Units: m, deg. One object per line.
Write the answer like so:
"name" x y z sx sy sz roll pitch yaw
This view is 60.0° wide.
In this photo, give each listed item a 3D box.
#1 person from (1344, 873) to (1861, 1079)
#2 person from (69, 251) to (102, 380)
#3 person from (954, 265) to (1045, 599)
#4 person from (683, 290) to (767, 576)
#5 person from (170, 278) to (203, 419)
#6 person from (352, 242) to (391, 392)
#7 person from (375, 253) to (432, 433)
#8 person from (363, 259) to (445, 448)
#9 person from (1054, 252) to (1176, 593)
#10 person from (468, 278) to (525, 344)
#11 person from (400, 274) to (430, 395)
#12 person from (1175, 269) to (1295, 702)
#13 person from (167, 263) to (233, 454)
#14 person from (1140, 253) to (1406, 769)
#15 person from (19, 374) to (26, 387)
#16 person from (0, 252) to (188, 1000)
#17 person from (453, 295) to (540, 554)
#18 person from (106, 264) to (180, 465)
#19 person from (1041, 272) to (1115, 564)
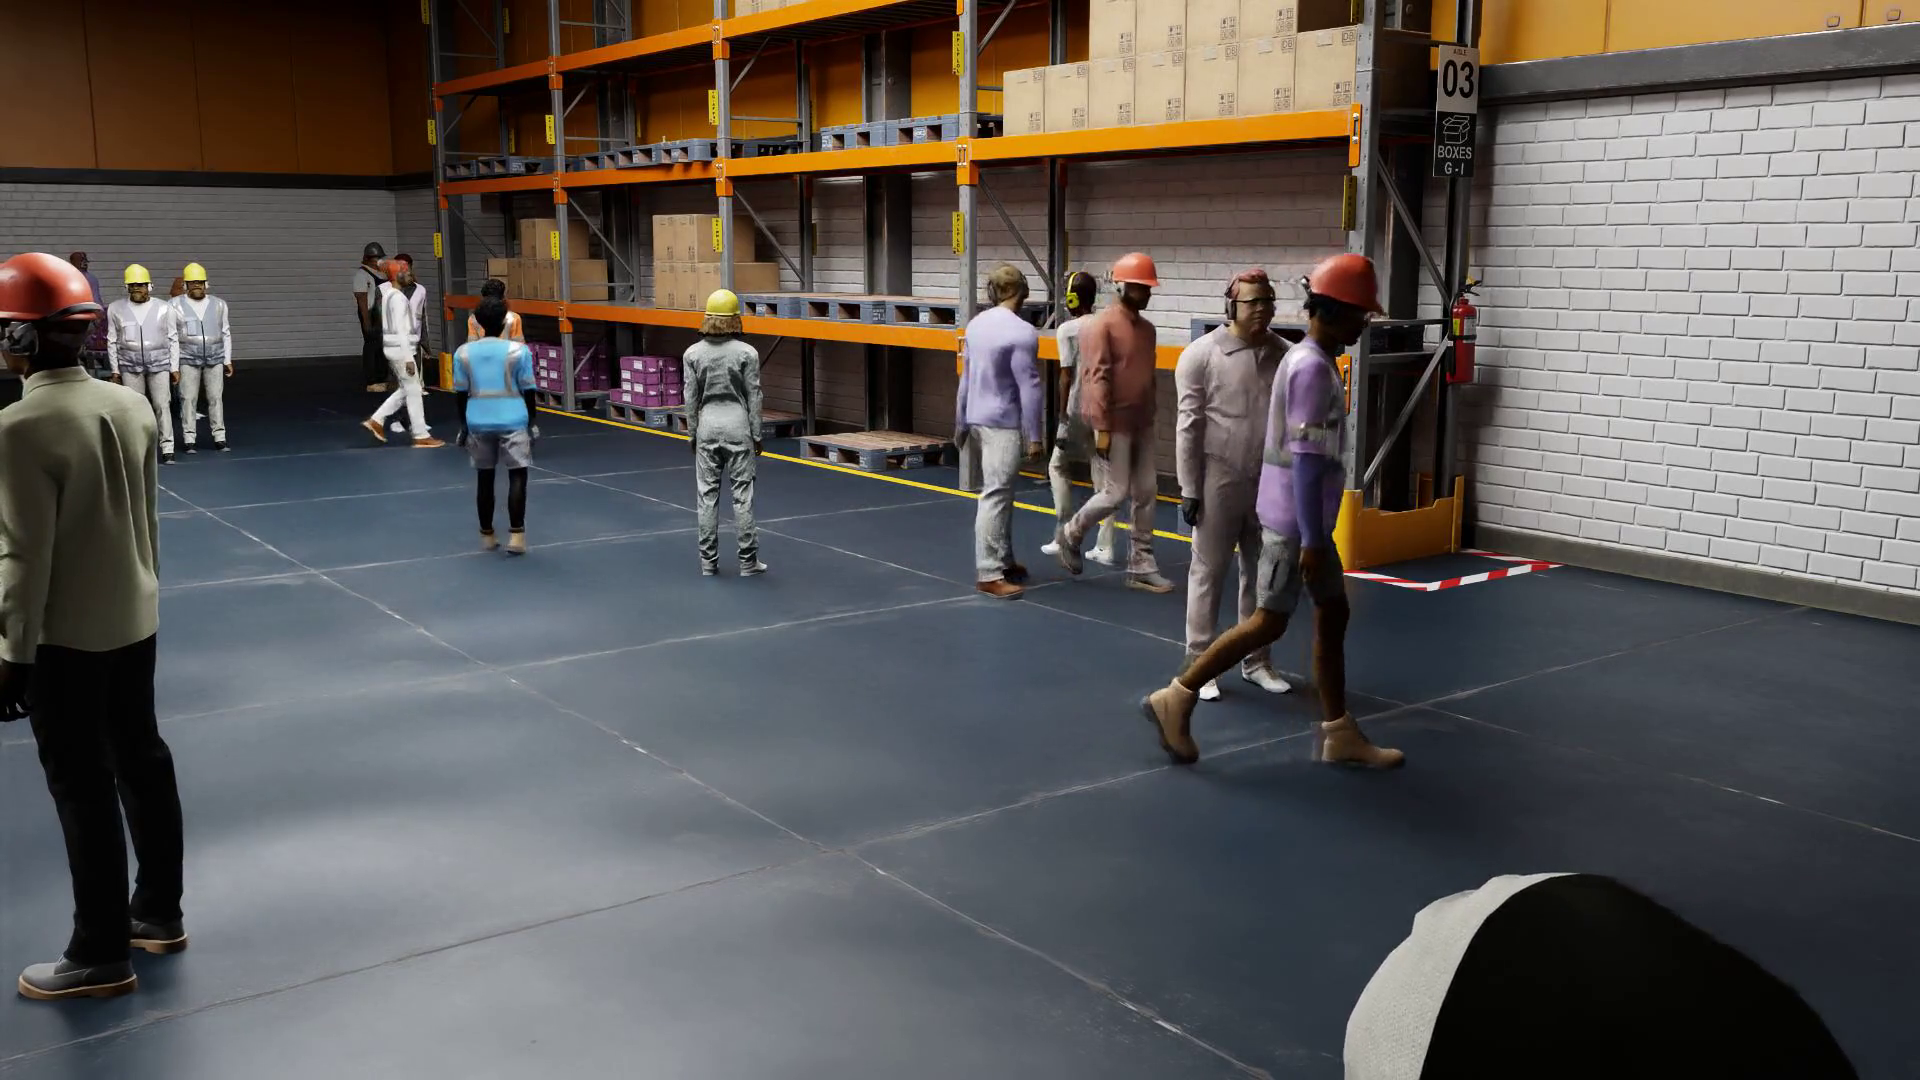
"person" 0.468 0.891 0.996 0.375 1.936 0.628 -5 11 -28
"person" -11.995 -2.983 22.774 0.642 1.909 0.399 2 10 13
"person" 0.273 -0.632 9.684 0.518 1.903 0.740 -4 11 -22
"person" -1.427 -0.645 10.134 0.484 1.744 0.294 2 10 8
"person" -8.963 -2.204 19.238 0.283 1.627 0.549 -1 10 -5
"person" -7.952 -3.056 22.809 0.538 2.000 0.682 2 10 11
"person" -5.997 -2.123 17.938 0.391 1.915 0.587 8 13 39
"person" -5.515 -1.827 16.402 0.694 1.867 0.598 -5 11 -26
"person" 0.928 -0.683 9.691 0.685 1.969 0.631 9 14 42
"person" -4.282 -1.569 15.434 0.535 1.700 0.318 1 10 3
"person" -7.313 -2.734 22.132 0.501 1.636 0.280 -7 12 -35
"person" 1.271 -0.242 7.419 0.638 1.910 0.407 -4 11 -20
"person" -7.330 -1.747 16.056 0.586 1.833 0.403 -7 12 -35
"person" 1.214 -0.093 6.374 0.954 2.002 0.632 2 10 13
"person" -10.164 -2.125 18.153 0.429 1.841 0.634 1 10 4
"person" -2.380 0.237 4.486 0.378 1.996 0.611 1 10 7
"person" -3.018 -0.746 10.852 0.548 1.699 0.330 1 10 5
"person" -7.421 -1.582 15.135 0.598 1.832 0.404 -4 11 -23
"person" 0.756 -0.779 10.613 0.577 1.836 0.727 -7 12 -34
